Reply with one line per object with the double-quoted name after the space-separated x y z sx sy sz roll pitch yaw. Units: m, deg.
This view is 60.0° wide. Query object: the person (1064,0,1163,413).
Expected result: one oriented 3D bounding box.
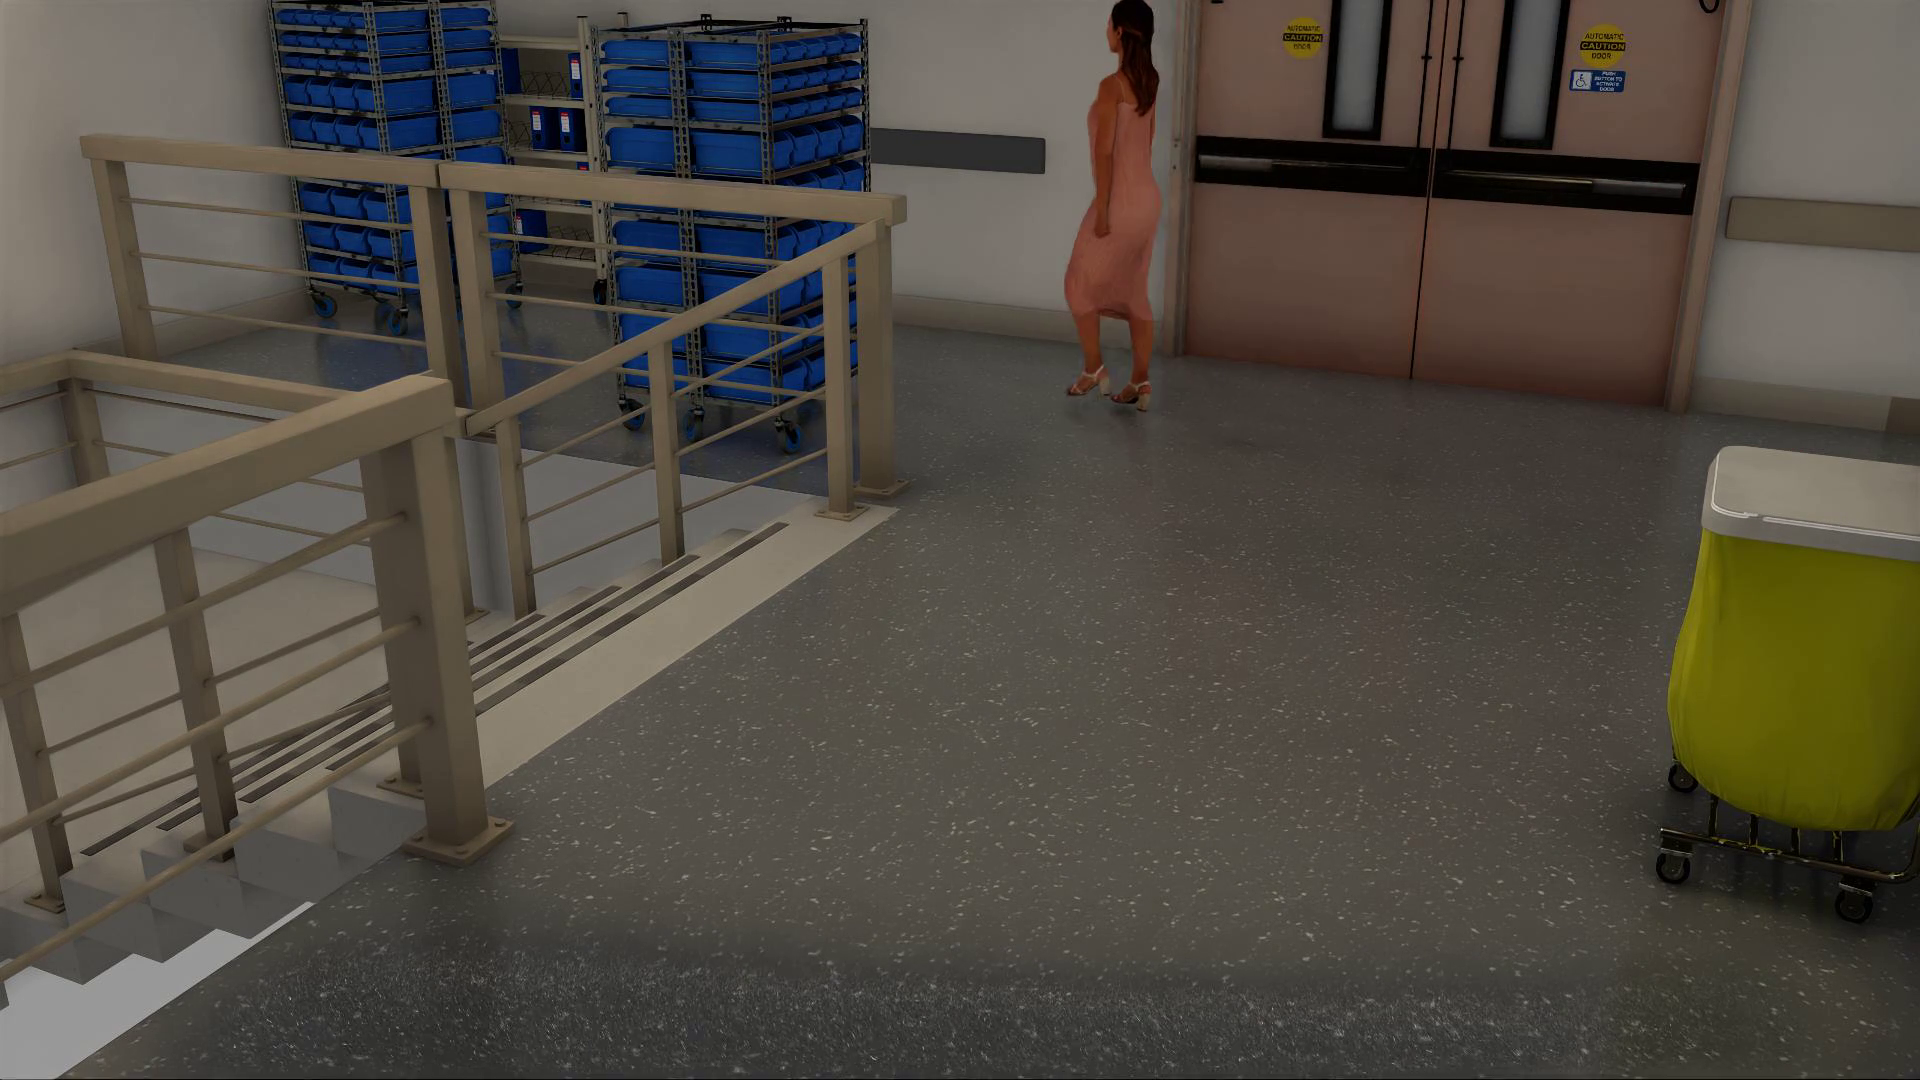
0.799 -1.450 7.421 0.743 1.816 0.707 19 28 40 "person"
